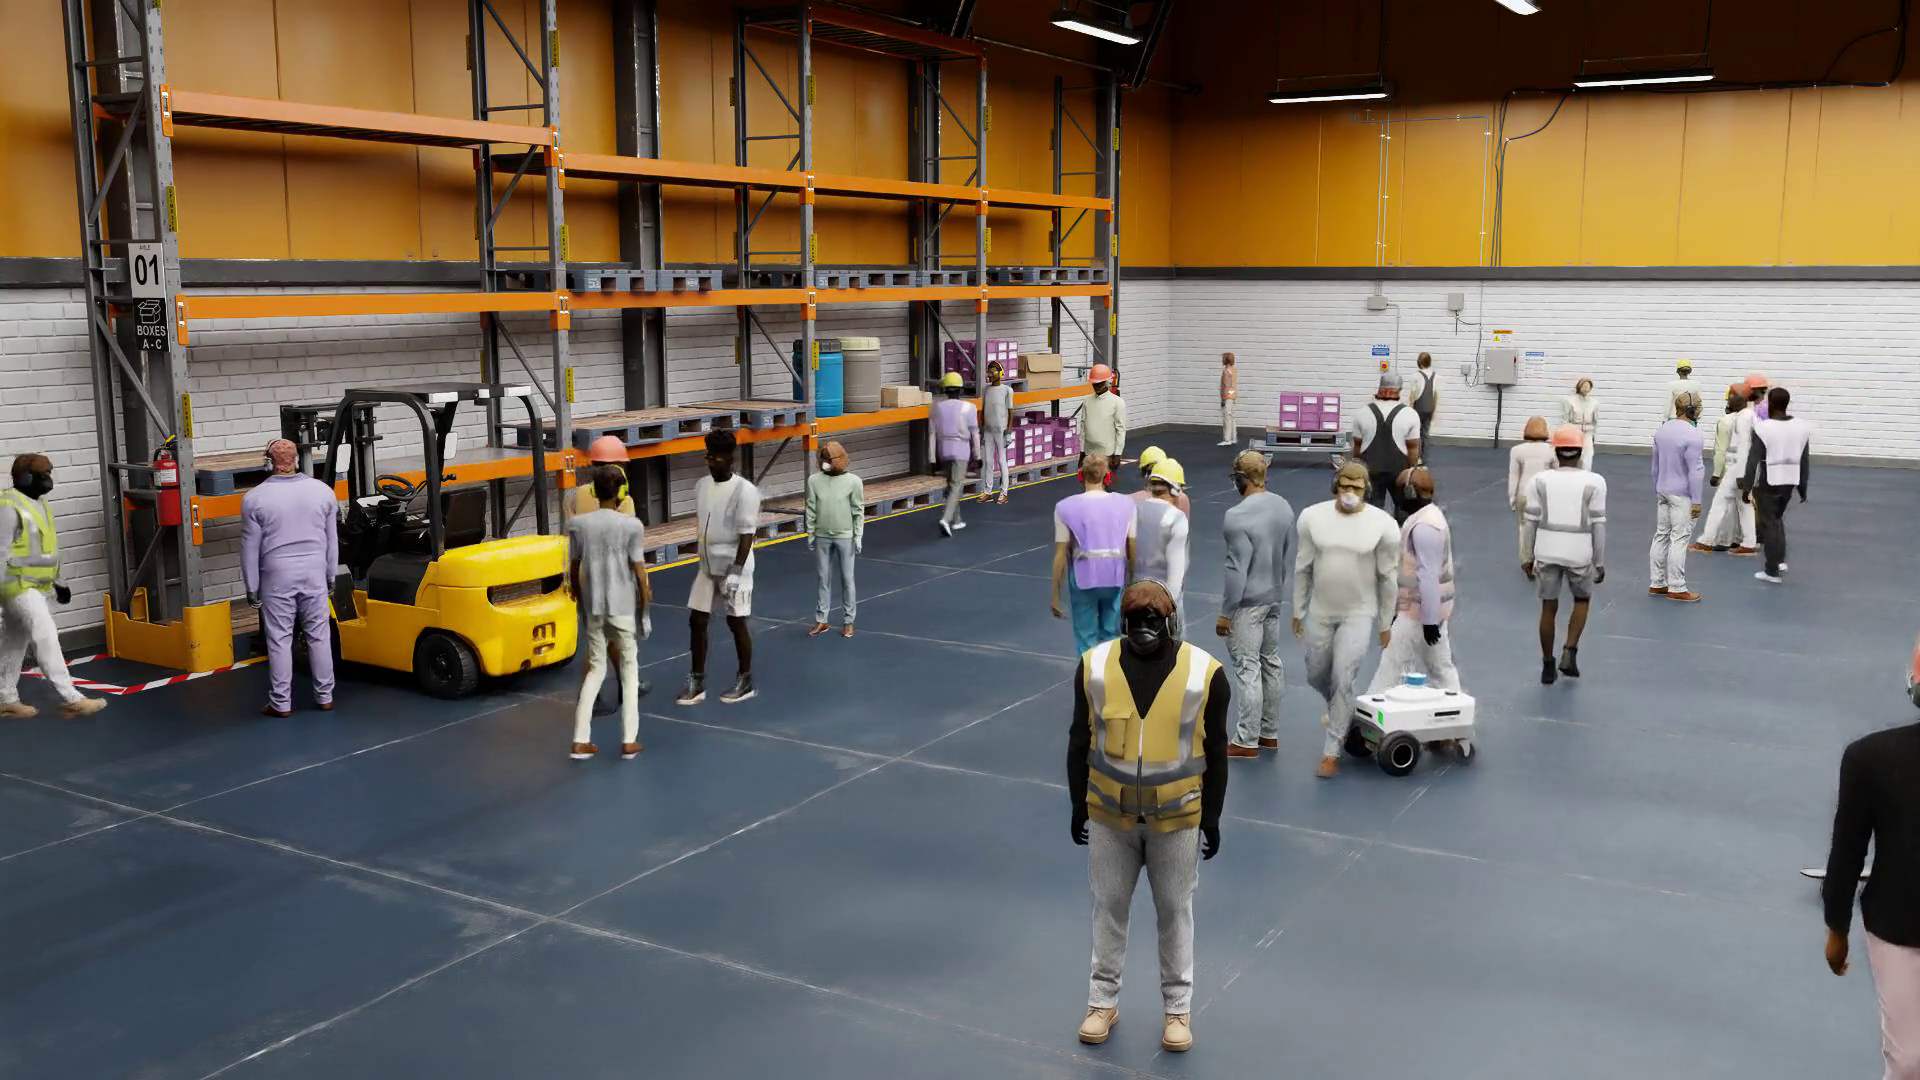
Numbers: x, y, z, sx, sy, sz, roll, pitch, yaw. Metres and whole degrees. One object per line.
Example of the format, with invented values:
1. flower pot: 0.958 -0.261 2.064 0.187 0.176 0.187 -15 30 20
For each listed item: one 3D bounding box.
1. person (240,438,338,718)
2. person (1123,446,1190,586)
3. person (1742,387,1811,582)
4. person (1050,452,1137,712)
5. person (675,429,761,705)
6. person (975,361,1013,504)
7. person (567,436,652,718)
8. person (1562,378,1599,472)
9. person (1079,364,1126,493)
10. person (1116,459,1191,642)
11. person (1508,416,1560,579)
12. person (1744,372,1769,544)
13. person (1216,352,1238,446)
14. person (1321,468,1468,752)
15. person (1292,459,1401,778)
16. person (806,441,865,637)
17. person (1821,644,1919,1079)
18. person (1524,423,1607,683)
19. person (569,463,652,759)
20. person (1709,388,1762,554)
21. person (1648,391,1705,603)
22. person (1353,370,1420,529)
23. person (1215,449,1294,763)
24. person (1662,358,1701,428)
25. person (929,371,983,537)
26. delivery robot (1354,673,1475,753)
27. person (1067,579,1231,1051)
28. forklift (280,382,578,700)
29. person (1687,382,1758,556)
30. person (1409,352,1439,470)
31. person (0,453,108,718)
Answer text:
1. person: -4.560 0.257 11.325 0.644 1.900 0.399 -7 12 -38
2. person: 1.409 0.199 12.100 0.523 1.765 0.316 -1 9 -6
3. person: 7.968 -0.543 16.282 0.629 1.901 0.500 -2 9 -11
4. person: 0.899 0.329 11.105 0.597 1.819 0.468 -3 10 -19
5. person: -1.656 0.197 11.540 0.630 1.939 0.614 7 11 37
6. person: 0.452 -1.406 21.782 0.507 1.872 0.329 6 11 32
7. person: -2.347 0.236 11.426 0.578 1.901 0.855 7 11 37
8. person: 8.430 -1.418 22.692 0.512 1.602 0.822 1 9 5
9. person: 1.595 -1.007 18.923 0.608 1.990 0.385 8 12 40
10. person: 1.294 0.339 11.245 0.969 1.775 0.598 -8 12 -43
11. person: 5.702 -0.432 16.541 0.491 1.600 0.829 5 10 27
12. person: 8.837 -0.898 18.478 0.490 1.912 0.556 4 10 25
13. person: 4.694 -2.454 29.129 0.315 1.648 0.535 4 10 24
14. person: 2.803 0.445 10.494 0.964 1.787 0.644 3 9 16
15. person: 2.347 0.441 10.086 0.634 1.914 0.724 5 10 29
16. person: -1.037 -0.009 13.796 0.501 1.633 0.288 3 9 16
17. person: 3.071 1.210 5.238 0.618 1.952 1.005 2 9 12
18. person: 4.429 0.104 12.192 0.575 1.921 0.410 5 10 27
19. person: -2.160 0.451 10.287 0.518 1.844 0.394 2 9 10
20. person: 8.303 -0.762 17.874 0.586 1.835 0.403 -4 10 -24
21. person: 6.601 -0.400 15.289 0.355 1.938 0.634 -2 9 -11
22. person: 4.407 -0.753 17.178 0.691 2.000 0.582 4 10 24
23. person: 1.802 0.406 10.283 0.370 1.934 0.627 8 12 42
24. person: 10.633 -1.796 24.545 0.534 1.767 0.314 0 9 0
25. person: -0.096 -0.996 19.186 0.588 1.892 0.918 4 10 24
26. delivery robot: 2.784 1.061 10.188 0.707 0.478 0.477 -3 9 -18
27. person: 0.719 1.062 6.472 0.628 1.843 0.429 2 9 13
28. forklift: -3.974 -0.067 12.417 2.313 2.155 1.214 5 11 30
29. person: 8.169 -0.757 17.769 0.832 1.854 0.598 7 11 35
30. person: 7.018 -1.952 25.327 0.536 1.825 0.439 -3 10 -19
31. person: -6.184 0.321 11.218 0.863 1.801 0.647 -2 9 -12
